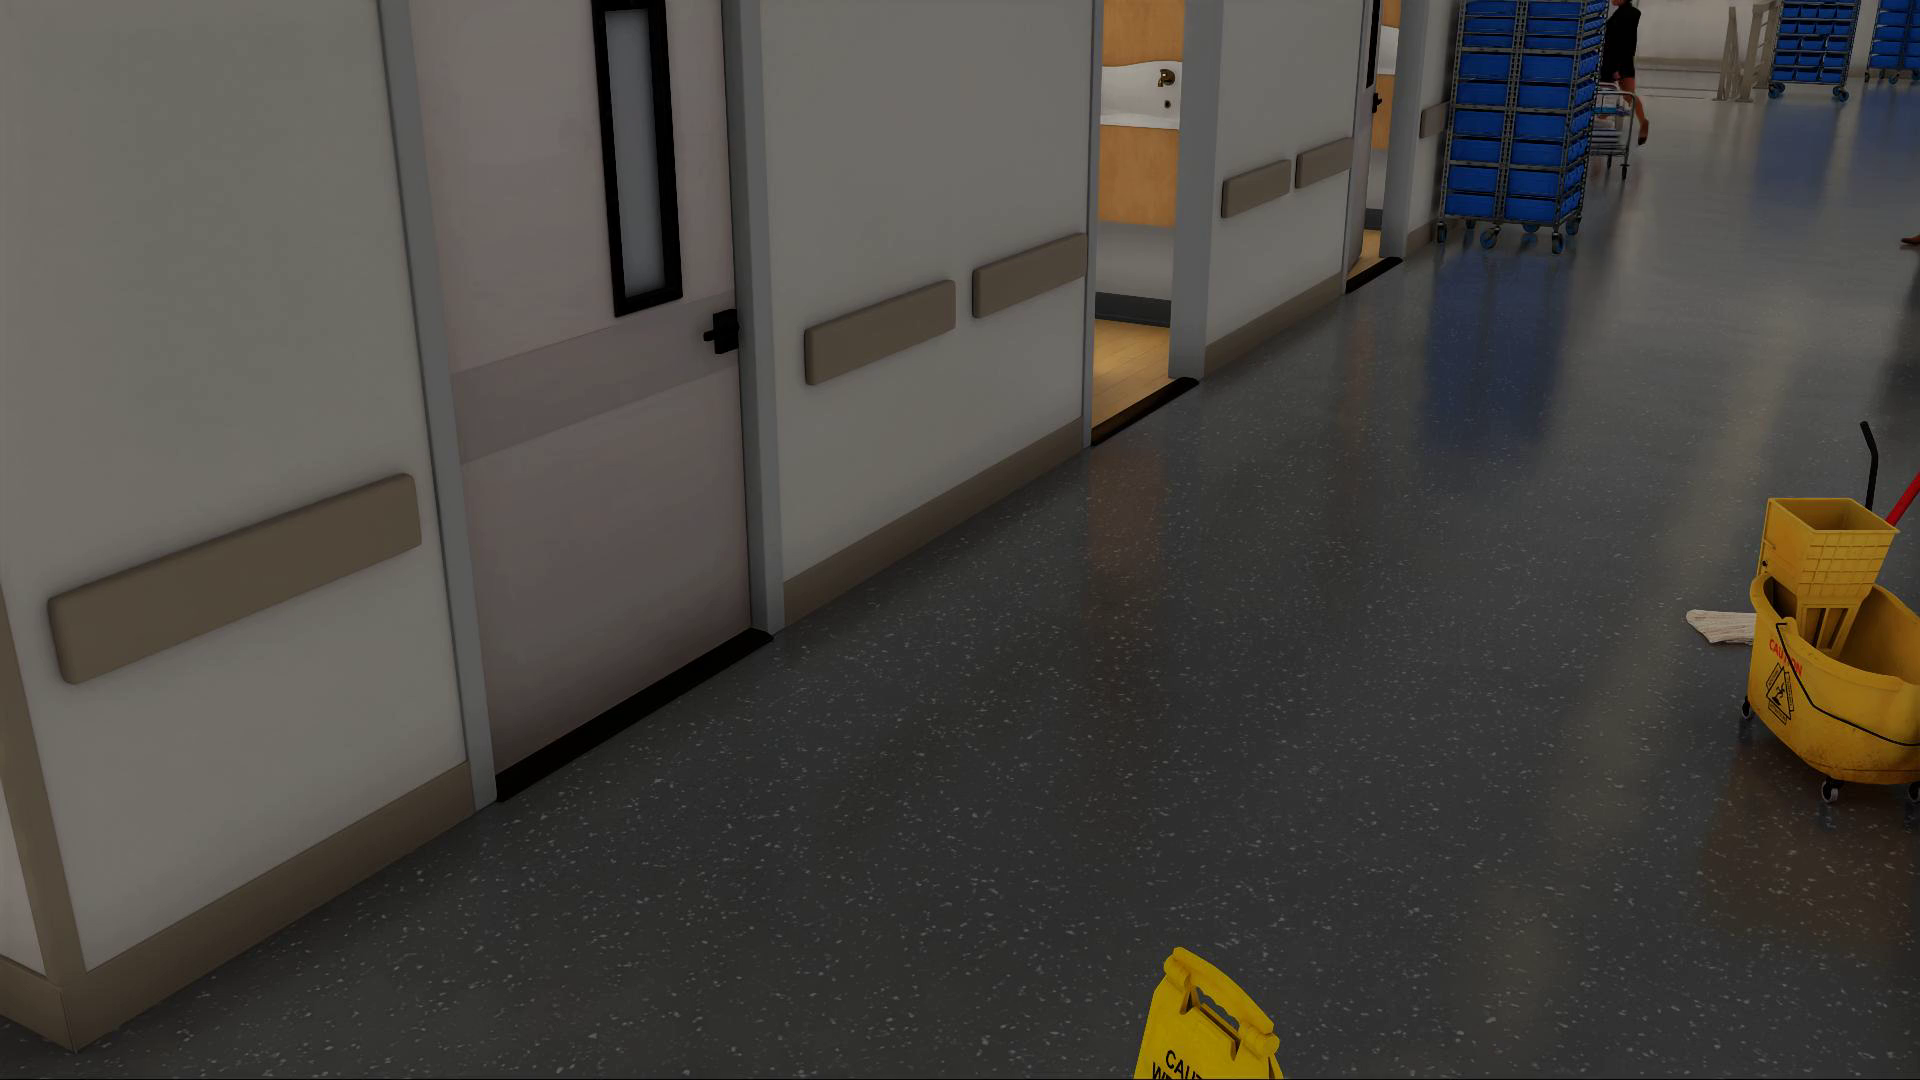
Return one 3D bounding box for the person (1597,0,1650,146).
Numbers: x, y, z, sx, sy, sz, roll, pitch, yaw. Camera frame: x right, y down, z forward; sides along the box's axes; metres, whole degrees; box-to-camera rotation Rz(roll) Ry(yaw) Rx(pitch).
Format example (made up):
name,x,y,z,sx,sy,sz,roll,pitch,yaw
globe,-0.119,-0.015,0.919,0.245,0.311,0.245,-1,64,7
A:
name,x,y,z,sx,sy,sz,roll,pitch,yaw
person,6.517,-4.602,16.303,1.031,1.597,0.976,-10,23,-24
